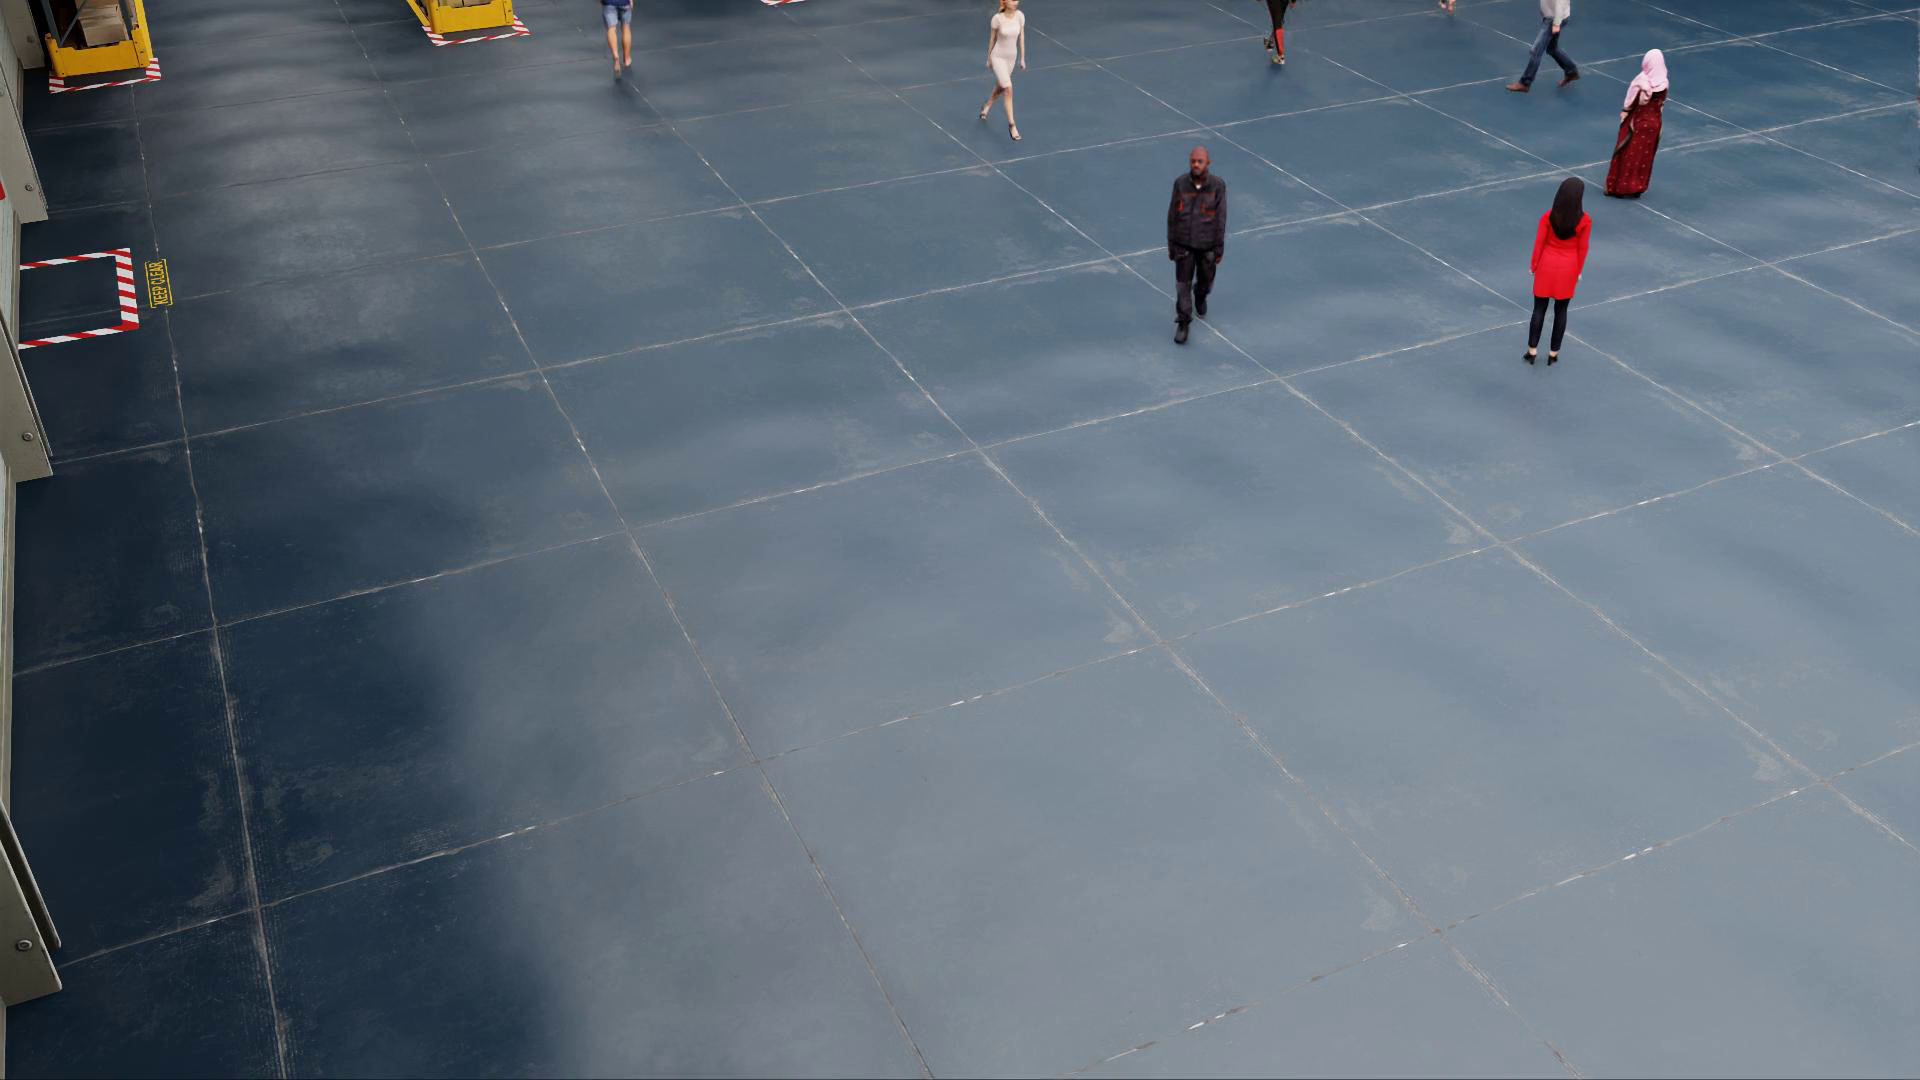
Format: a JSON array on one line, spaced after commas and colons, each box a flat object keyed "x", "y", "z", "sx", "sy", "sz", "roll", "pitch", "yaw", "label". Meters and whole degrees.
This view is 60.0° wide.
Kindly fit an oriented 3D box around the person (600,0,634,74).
[{"x": -4.564, "y": -7.114, "z": 21.998, "sx": 0.811, "sy": 1.827, "sz": 1.091, "roll": -4, "pitch": 33, "yaw": -6, "label": "person"}]

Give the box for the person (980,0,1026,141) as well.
[{"x": 0.470, "y": -5.740, "z": 19.942, "sx": 0.602, "sy": 1.765, "sz": 1.159, "roll": -14, "pitch": 36, "yaw": -21, "label": "person"}]

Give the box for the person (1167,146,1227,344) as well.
[{"x": 2.189, "y": -2.763, "z": 15.334, "sx": 1.034, "sy": 1.800, "sz": 1.136, "roll": 7, "pitch": 34, "yaw": 11, "label": "person"}]

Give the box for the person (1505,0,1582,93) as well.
[{"x": 7.651, "y": -6.640, "z": 21.224, "sx": 1.212, "sy": 1.877, "sz": 1.244, "roll": 6, "pitch": 34, "yaw": 9, "label": "person"}]

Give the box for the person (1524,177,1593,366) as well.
[{"x": 5.308, "y": -2.380, "z": 14.790, "sx": 0.739, "sy": 1.749, "sz": 0.794, "roll": 10, "pitch": 34, "yaw": 15, "label": "person"}]

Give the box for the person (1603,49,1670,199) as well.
[{"x": 7.484, "y": -4.565, "z": 18.259, "sx": 0.763, "sy": 1.632, "sz": 0.740, "roll": -3, "pitch": 33, "yaw": -5, "label": "person"}]

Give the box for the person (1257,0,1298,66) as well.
[{"x": 4.314, "y": -7.280, "z": 22.316, "sx": 0.823, "sy": 1.760, "sz": 1.228, "roll": -7, "pitch": 34, "yaw": -10, "label": "person"}]
